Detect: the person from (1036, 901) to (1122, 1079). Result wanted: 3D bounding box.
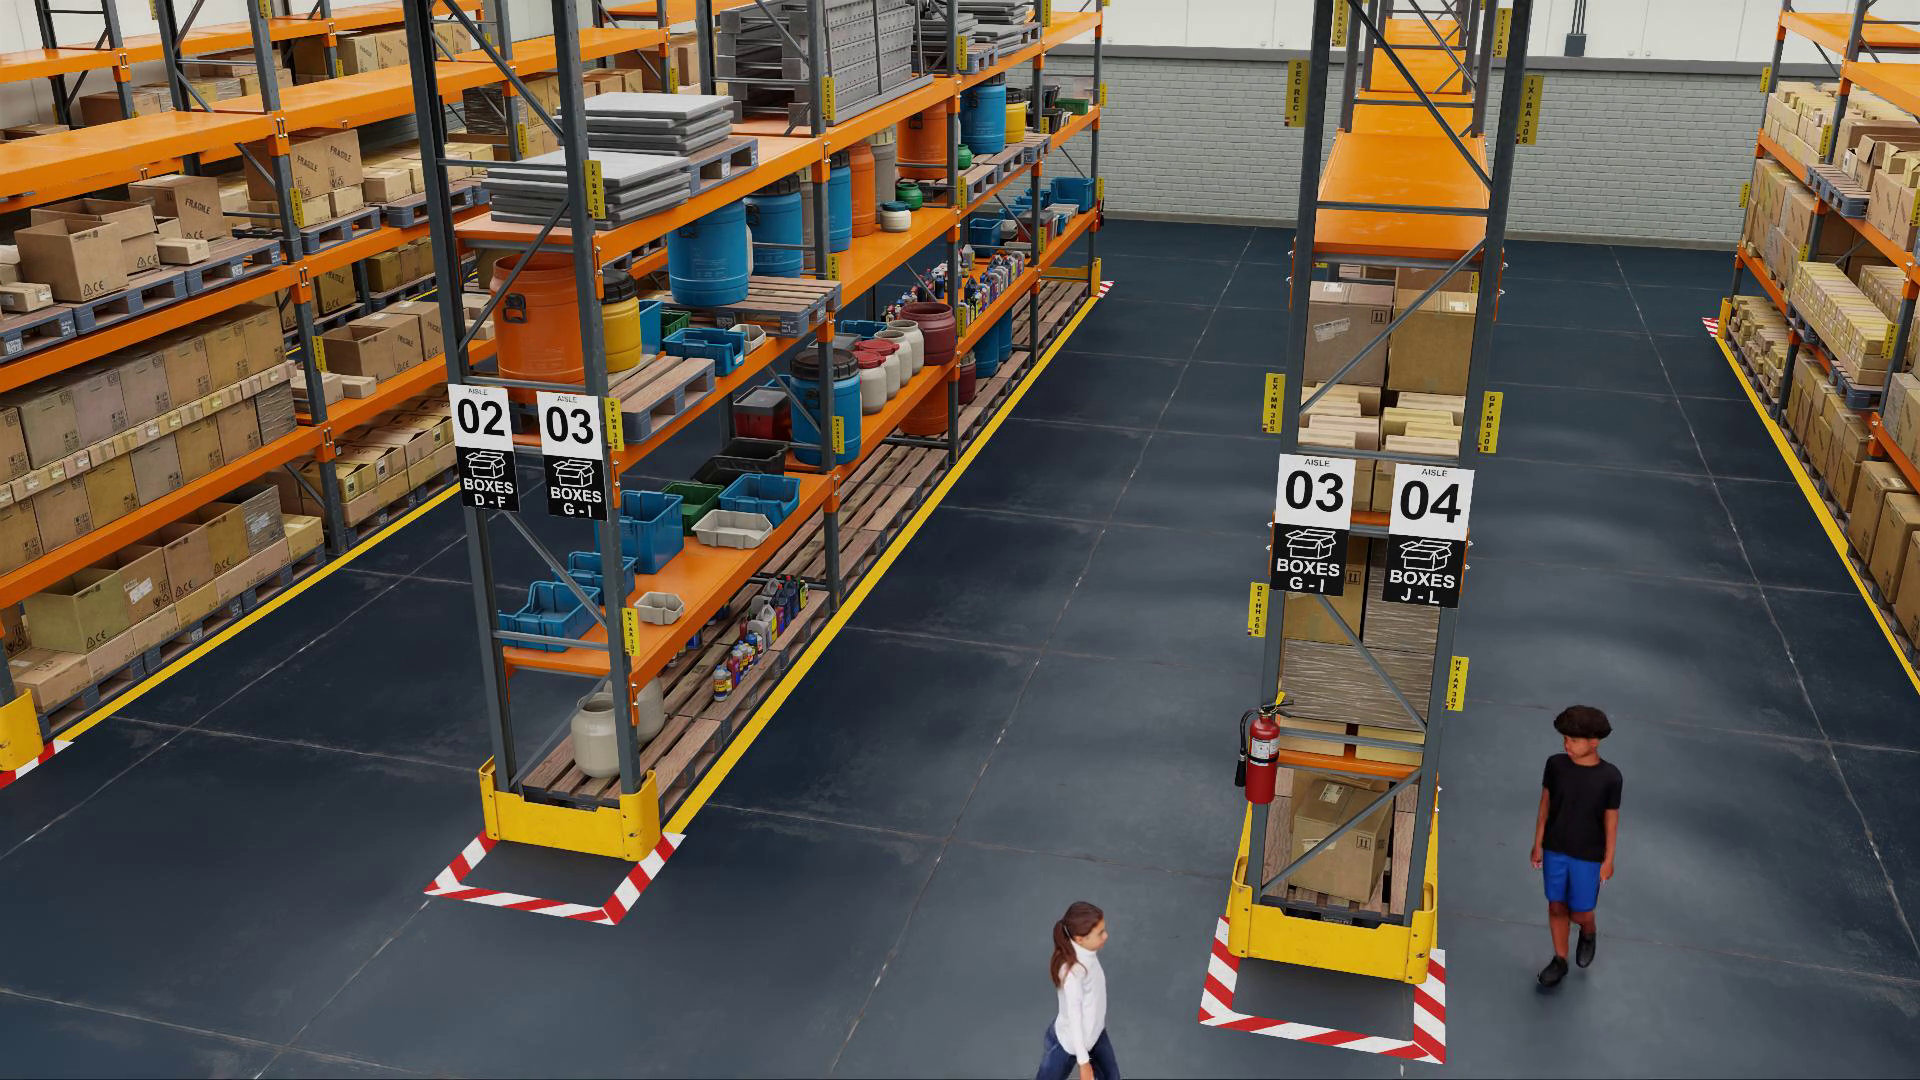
[{"bbox_3d":[0.484,2.444,8.160,0.666,1.513,1.053,7,23,18],"label":"person"}]

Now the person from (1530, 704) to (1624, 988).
[{"bbox_3d":[3.559,1.729,9.563,0.769,1.774,0.856,17,28,35],"label":"person"}]
